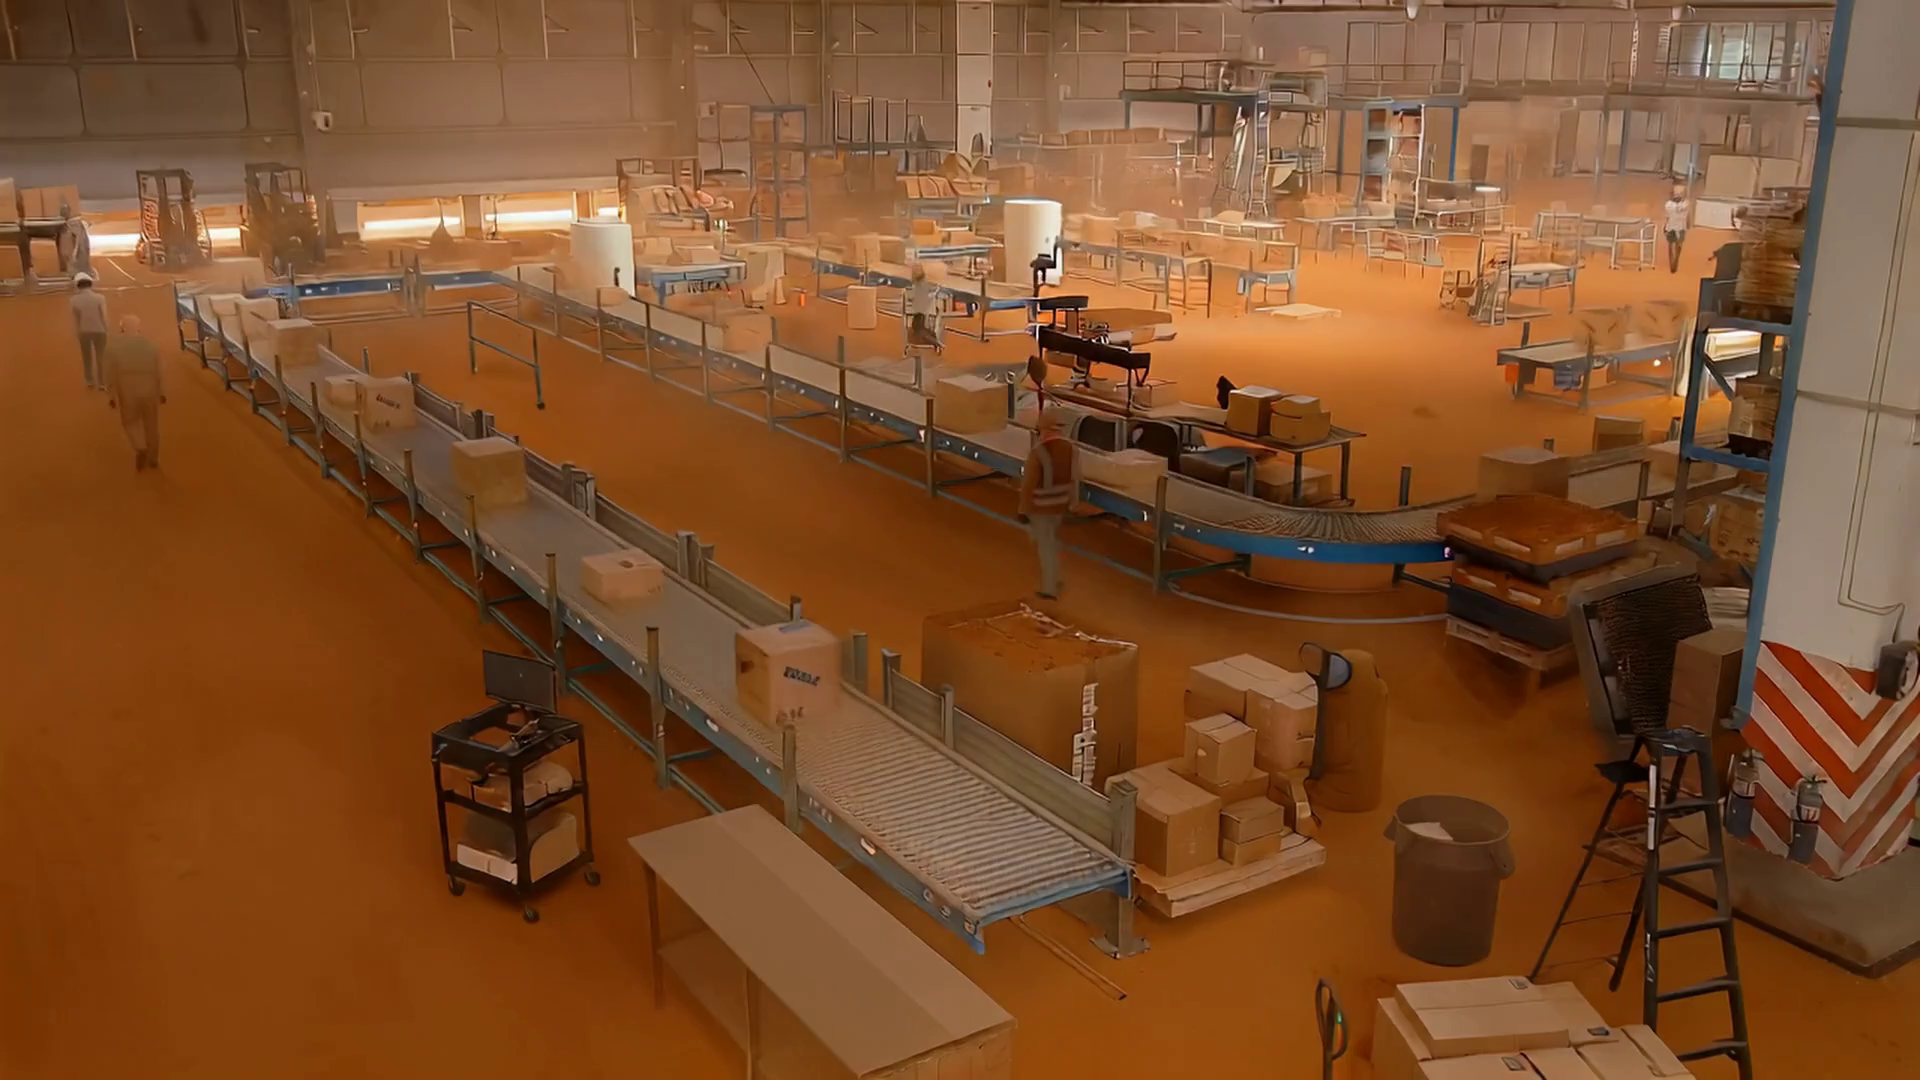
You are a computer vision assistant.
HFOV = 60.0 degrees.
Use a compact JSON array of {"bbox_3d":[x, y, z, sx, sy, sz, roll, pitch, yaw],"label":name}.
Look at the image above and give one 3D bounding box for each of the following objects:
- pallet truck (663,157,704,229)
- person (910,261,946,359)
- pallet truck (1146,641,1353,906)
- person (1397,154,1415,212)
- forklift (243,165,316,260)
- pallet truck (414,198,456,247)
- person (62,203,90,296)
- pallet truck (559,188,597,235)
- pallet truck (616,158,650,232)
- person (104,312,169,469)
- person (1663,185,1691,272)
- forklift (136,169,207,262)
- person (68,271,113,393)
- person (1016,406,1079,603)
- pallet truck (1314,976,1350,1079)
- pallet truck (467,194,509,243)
[{"bbox_3d":[-7.586,-9.308,44.692,0.823,1.965,1.885,-11,20,-33],"label":"pallet truck"},{"bbox_3d":[-0.550,-3.602,26.357,0.569,1.612,0.526,3,17,11],"label":"person"},{"bbox_3d":[1.664,1.407,10.232,1.630,1.274,0.653,-10,20,-31],"label":"pallet truck"},{"bbox_3d":[13.354,-10.632,49.588,0.491,1.717,0.768,-13,21,-36],"label":"person"},{"bbox_3d":[-15.898,-7.669,38.708,1.157,1.987,2.680,-11,20,-33],"label":"forklift"},{"bbox_3d":[-13.250,-8.060,41.856,0.680,1.201,1.601,-10,20,-31],"label":"pallet truck"},{"bbox_3d":[-17.681,-5.808,33.302,0.389,1.848,0.567,-6,18,-18],"label":"person"},{"bbox_3d":[-10.010,-8.652,43.699,0.653,1.274,1.630,-10,20,-31],"label":"pallet truck"},{"bbox_3d":[-8.918,-9.176,44.255,0.823,1.965,1.885,-9,19,-27],"label":"pallet truck"},{"bbox_3d":[-9.745,-1.757,19.749,0.664,1.887,0.468,-10,20,-31],"label":"person"},{"bbox_3d":[15.892,-6.906,36.874,0.609,1.894,0.546,9,19,26],"label":"person"},{"bbox_3d":[-17.842,-7.318,37.559,1.157,1.987,2.680,-10,20,-31],"label":"forklift"},{"bbox_3d":[-12.683,-3.049,24.319,0.527,1.738,0.771,-7,18,-22],"label":"person"},{"bbox_3d":[0.774,-0.316,15.094,0.597,1.816,0.467,-16,23,-43],"label":"person"},{"bbox_3d":[2.299,2.390,7.086,1.601,1.201,0.680,-2,17,-7],"label":"pallet truck"},{"bbox_3d":[-11.983,-8.177,42.137,0.704,1.261,1.522,-11,20,-33],"label":"pallet truck"}]
